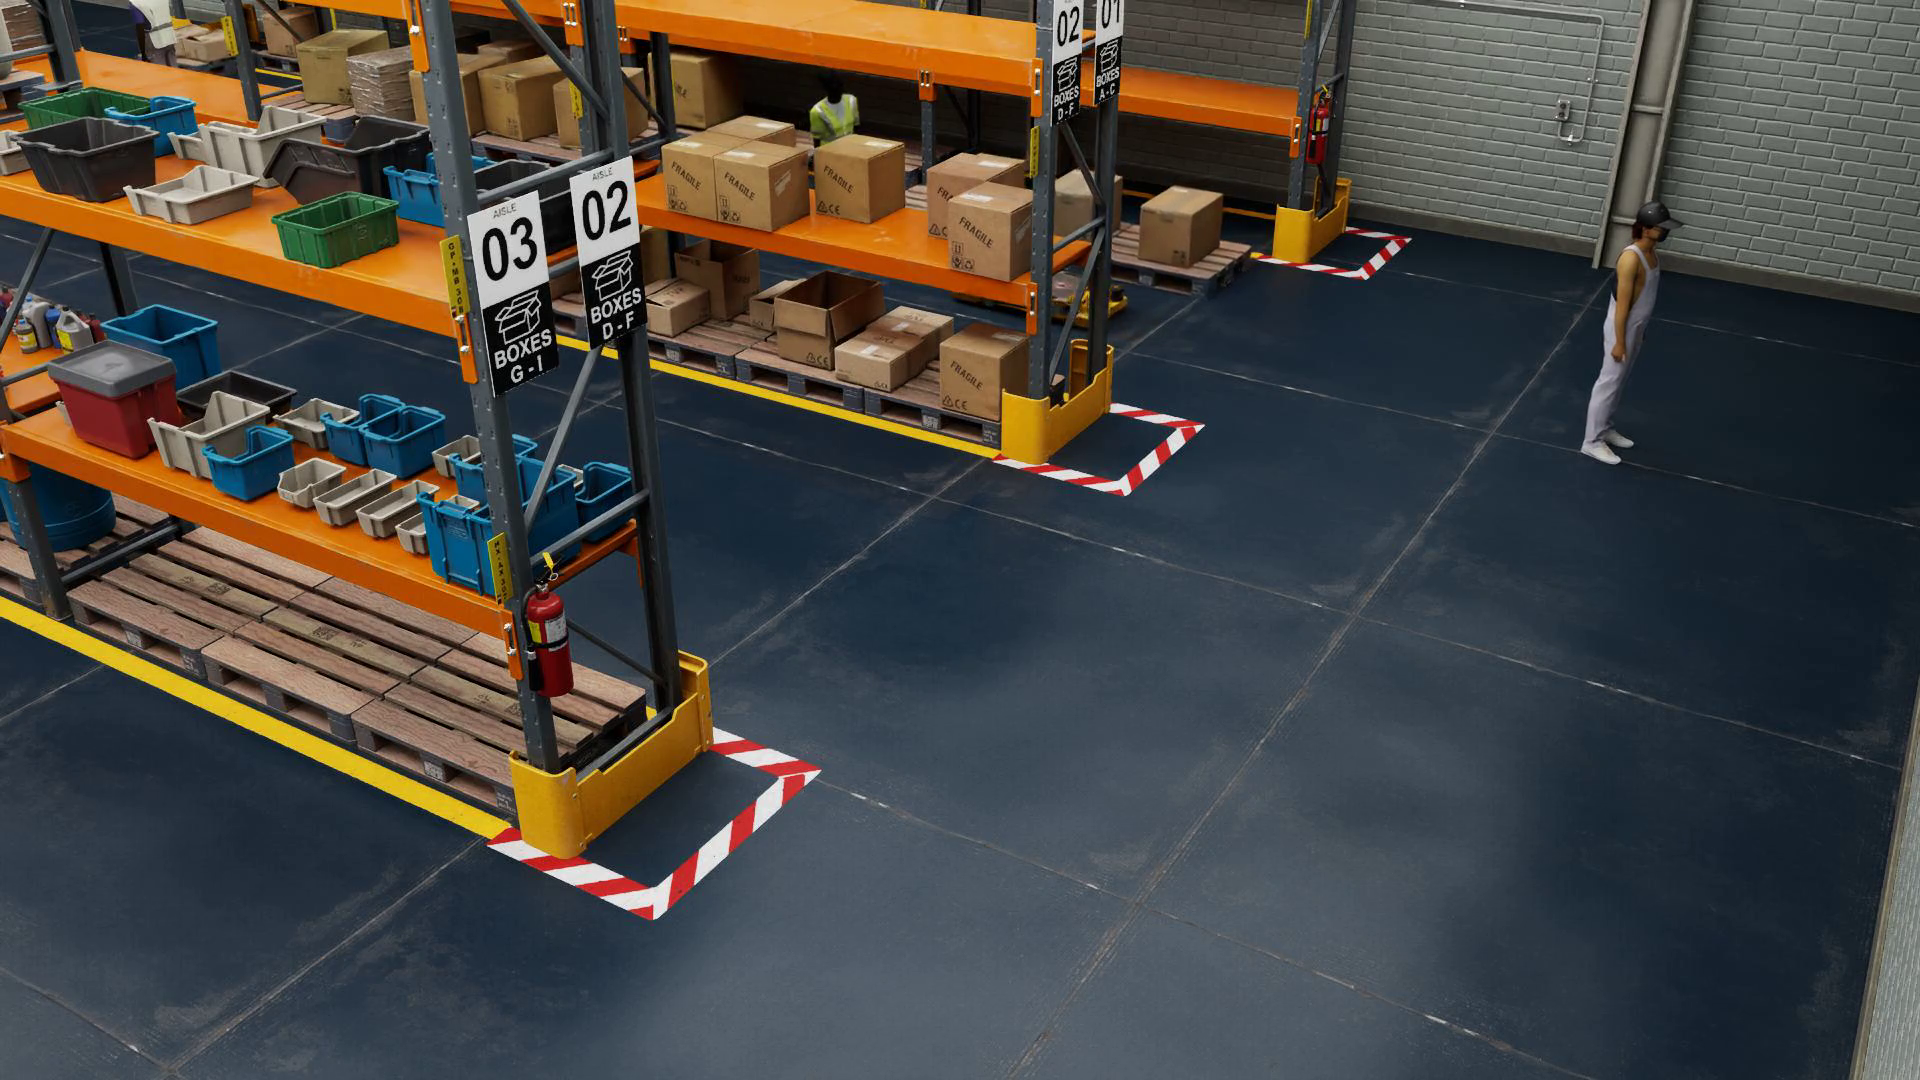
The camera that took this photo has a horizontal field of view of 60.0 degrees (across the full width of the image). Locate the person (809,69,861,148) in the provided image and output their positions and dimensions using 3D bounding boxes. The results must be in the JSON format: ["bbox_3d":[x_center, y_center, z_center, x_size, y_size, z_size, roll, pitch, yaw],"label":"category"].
[{"bbox_3d":[-1.186,-3.661,15.768,0.572,1.662,0.550,-20,35,-31],"label":"person"}]

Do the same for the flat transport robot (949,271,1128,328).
[{"bbox_3d":[0.679,-2.162,14.512,1.431,0.231,0.659,17,33,27],"label":"flat transport robot"}]

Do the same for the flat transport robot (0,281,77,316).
[{"bbox_3d":[-8.047,-1.862,13.974,1.431,0.231,0.659,19,34,30],"label":"flat transport robot"}]

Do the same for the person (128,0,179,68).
[{"bbox_3d":[-9.276,-5.709,19.269,0.388,1.839,0.559,9,30,16],"label":"person"}]

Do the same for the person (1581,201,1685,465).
[{"bbox_3d":[4.689,-1.452,11.602,0.376,1.862,0.528,19,34,30],"label":"person"}]
